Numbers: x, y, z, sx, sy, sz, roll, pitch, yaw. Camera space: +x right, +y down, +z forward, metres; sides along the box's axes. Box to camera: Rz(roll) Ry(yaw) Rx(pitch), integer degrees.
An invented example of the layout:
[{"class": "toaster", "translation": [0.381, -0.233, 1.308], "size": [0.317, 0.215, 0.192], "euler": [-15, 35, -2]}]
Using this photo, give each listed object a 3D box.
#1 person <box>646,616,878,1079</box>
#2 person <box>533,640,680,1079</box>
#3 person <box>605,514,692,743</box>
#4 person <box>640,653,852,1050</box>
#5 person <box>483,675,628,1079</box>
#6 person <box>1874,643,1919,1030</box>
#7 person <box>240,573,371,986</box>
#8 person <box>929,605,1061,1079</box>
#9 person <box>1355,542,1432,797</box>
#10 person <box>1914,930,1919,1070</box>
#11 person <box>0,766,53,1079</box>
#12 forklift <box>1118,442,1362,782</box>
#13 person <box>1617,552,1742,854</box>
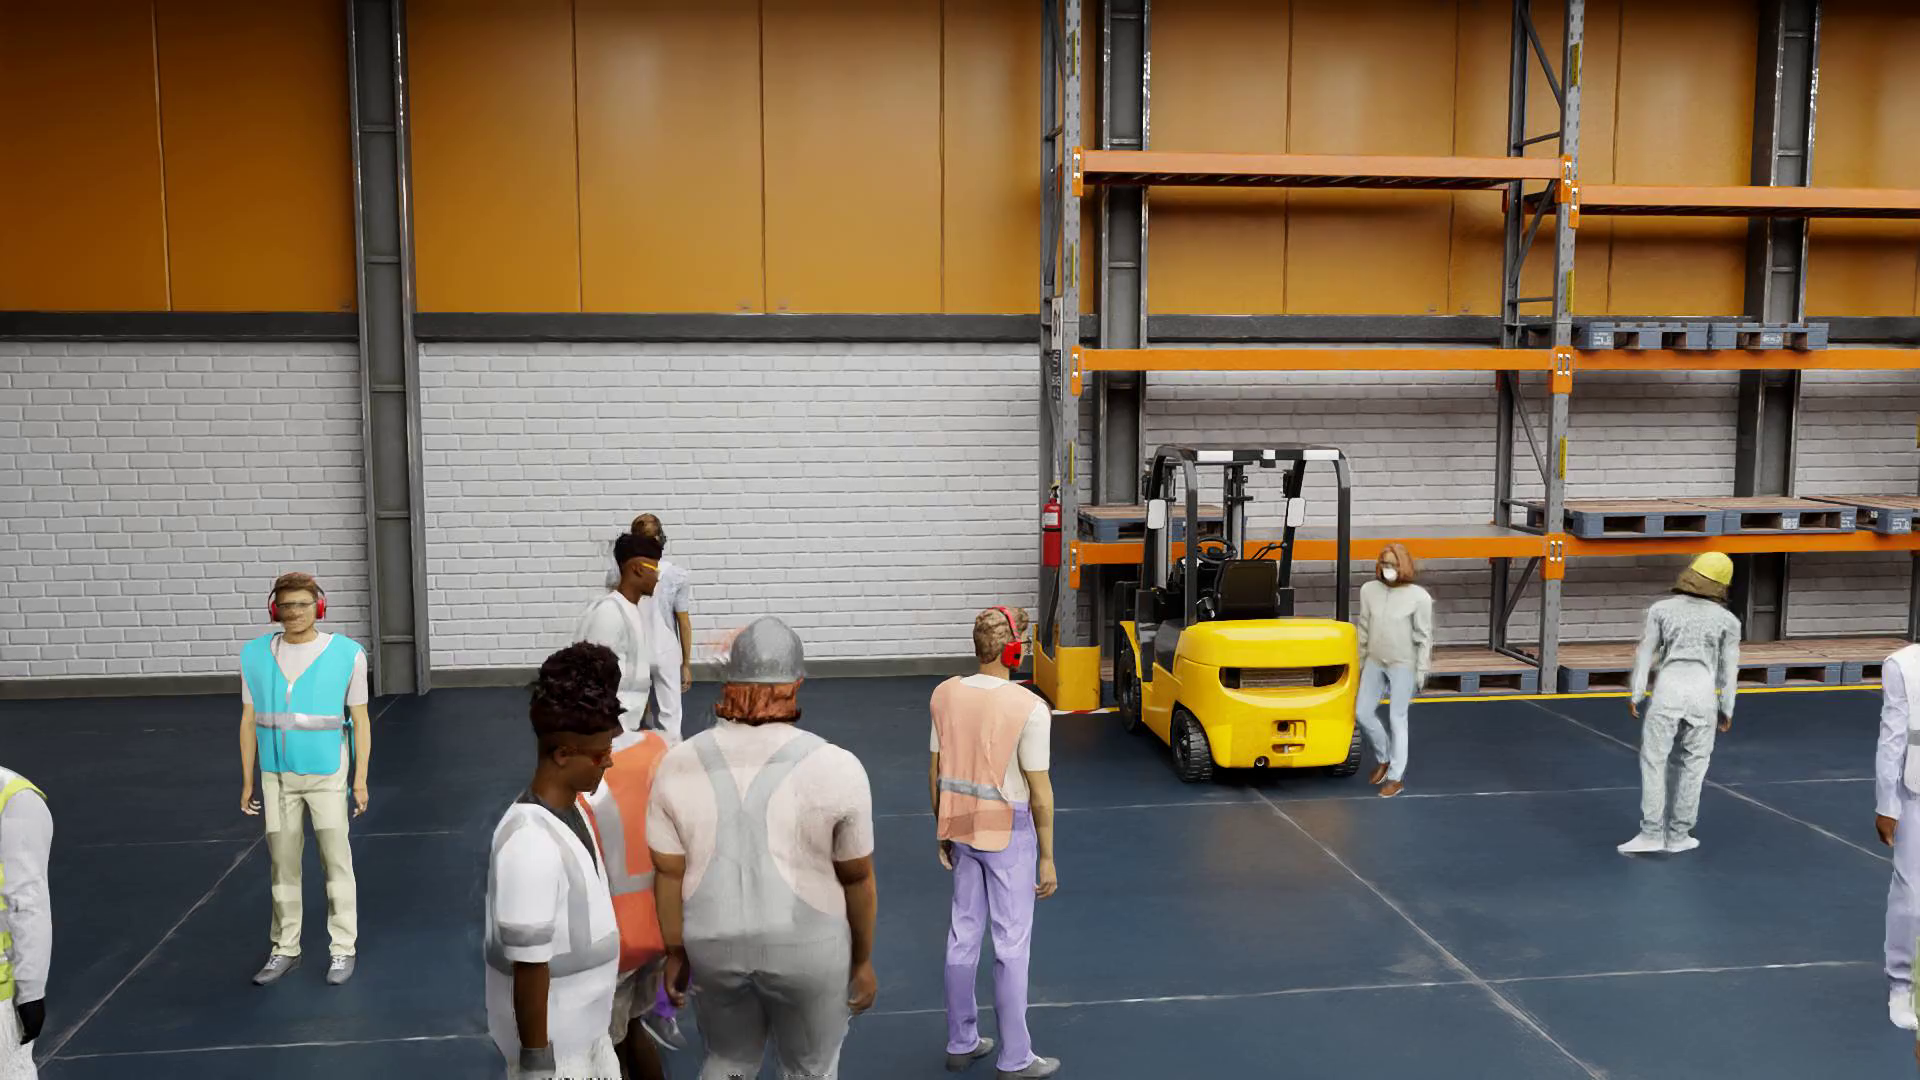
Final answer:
[{"class": "person", "translation": [-0.581, 1.225, 5.091], "size": [0.695, 2.000, 0.618], "euler": [2, 7, 14]}, {"class": "person", "translation": [-1.144, 1.257, 5.342], "size": [0.505, 1.927, 0.664], "euler": [4, 7, 29]}, {"class": "person", "translation": [-1.870, 0.762, 10.027], "size": [0.506, 1.840, 0.349], "euler": [0, 7, -3]}, {"class": "person", "translation": [-0.907, 1.199, 6.755], "size": [0.866, 1.715, 0.560], "euler": [-1, 7, -12]}, {"class": "person", "translation": [-1.204, 1.333, 4.645], "size": [0.820, 1.926, 0.642], "euler": [0, 7, -4]}, {"class": "person", "translation": [4.122, 1.085, 6.964], "size": [0.615, 1.907, 0.416], "euler": [0, 7, -1]}, {"class": "person", "translation": [-2.918, 1.054, 7.430], "size": [0.571, 1.845, 0.376], "euler": [0, 7, 0]}, {"class": "person", "translation": [0.118, 1.173, 6.411], "size": [0.570, 1.840, 0.372], "euler": [6, 9, 40]}, {"class": "person", "translation": [2.713, 0.814, 10.494], "size": [0.514, 1.620, 0.334], "euler": [6, 9, 42]}, {"class": "person", "translation": [2.995, 1.407, 4.704], "size": [0.533, 1.765, 0.322], "euler": [2, 7, 17]}, {"class": "person", "translation": [-3.037, 1.344, 4.987], "size": [0.634, 1.831, 0.429], "euler": [0, 7, 3]}, {"class": "forklift", "translation": [1.912, 0.418, 11.496], "size": [1.214, 2.155, 2.313], "euler": [-1, 7, -8]}, {"class": "person", "translation": [4.019, 0.918, 9.264], "size": [0.576, 1.696, 0.574], "euler": [3, 7, 23]}]
